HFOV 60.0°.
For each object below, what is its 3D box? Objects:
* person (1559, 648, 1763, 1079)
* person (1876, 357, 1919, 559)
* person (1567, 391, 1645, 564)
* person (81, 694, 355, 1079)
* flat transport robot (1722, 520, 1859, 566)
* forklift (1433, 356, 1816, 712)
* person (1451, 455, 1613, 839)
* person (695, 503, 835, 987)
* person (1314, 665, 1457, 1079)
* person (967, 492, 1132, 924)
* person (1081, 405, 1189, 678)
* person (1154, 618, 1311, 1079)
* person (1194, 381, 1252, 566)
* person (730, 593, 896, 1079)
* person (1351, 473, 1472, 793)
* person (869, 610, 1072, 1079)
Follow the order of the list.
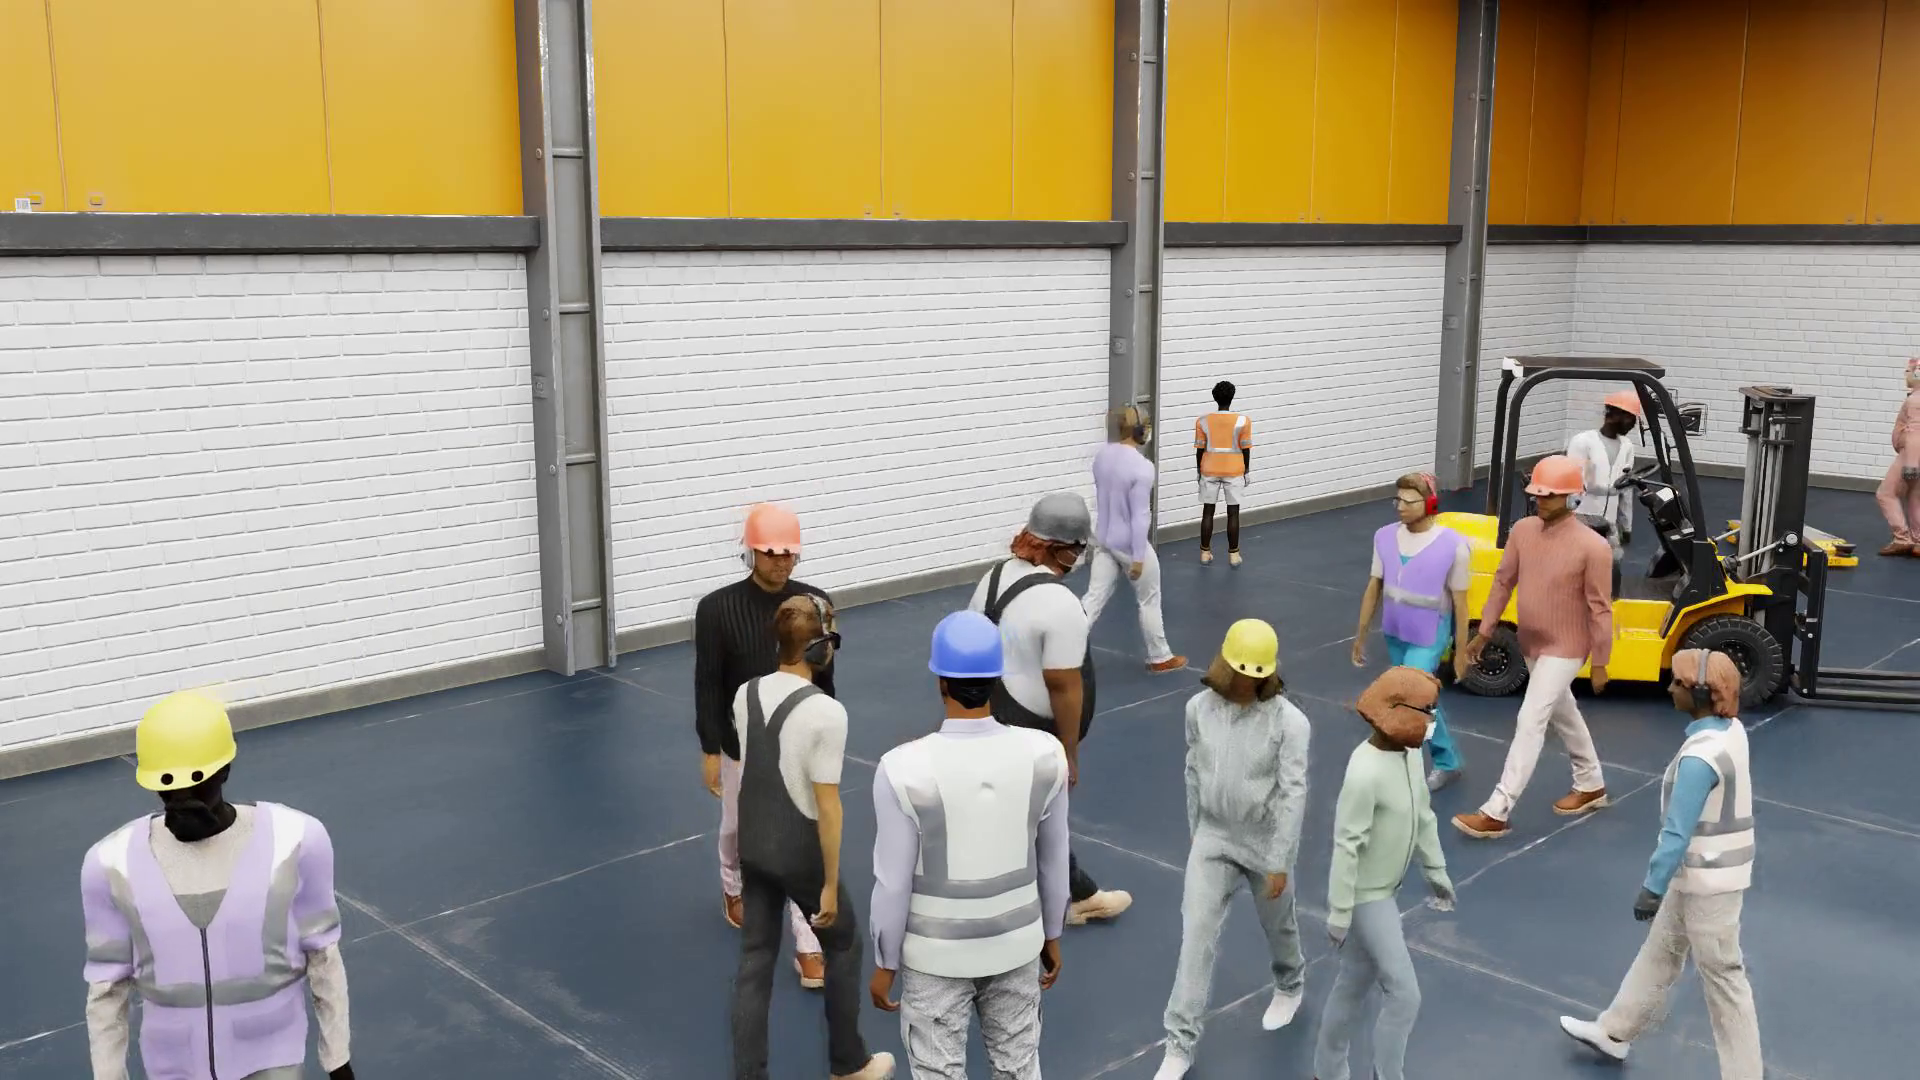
[{"bbox_3d":[2.473,1.157,5.789,0.795,1.602,0.531,7,12,32],"label":"person"},{"bbox_3d":[8.834,-0.757,15.485,0.674,1.887,0.515,-9,14,-41],"label":"person"},{"bbox_3d":[4.628,-0.139,12.145,0.655,1.889,0.391,-3,11,-16],"label":"person"},{"bbox_3d":[-1.864,1.304,4.190,0.607,1.908,0.419,-2,11,-12],"label":"person"},{"bbox_3d":[7.809,0.015,15.692,0.652,0.197,1.431,1,10,3],"label":"flat transport robot"},{"bbox_3d":[4.276,-0.101,11.076,2.313,2.155,1.214,2,11,13],"label":"forklift"},{"bbox_3d":[2.970,0.526,8.399,1.072,1.940,0.621,-4,11,-21],"label":"person"},{"bbox_3d":[-0.816,0.785,6.917,0.610,1.959,0.990,-4,11,-19],"label":"person"},{"bbox_3d":[1.463,1.202,5.549,0.615,1.609,0.505,6,12,29],"label":"person"},{"bbox_3d":[0.258,0.729,6.966,1.019,2.000,0.742,-4,11,-23],"label":"person"},{"bbox_3d":[1.082,0.028,11.211,1.017,1.893,0.639,-7,12,-32],"label":"person"},{"bbox_3d":[1.054,1.079,6.059,0.489,1.692,0.901,6,12,29],"label":"person"},{"bbox_3d":[2.400,-0.607,15.213,0.531,1.694,0.320,4,11,20],"label":"person"},{"bbox_3d":[-0.531,1.075,5.695,0.537,1.810,0.762,7,13,35],"label":"person"},{"bbox_3d":[2.381,0.529,8.757,0.987,1.794,0.589,-7,12,-33],"label":"person"},{"bbox_3d":[0.027,1.164,4.846,0.617,1.946,0.397,-4,11,-21],"label":"person"}]
